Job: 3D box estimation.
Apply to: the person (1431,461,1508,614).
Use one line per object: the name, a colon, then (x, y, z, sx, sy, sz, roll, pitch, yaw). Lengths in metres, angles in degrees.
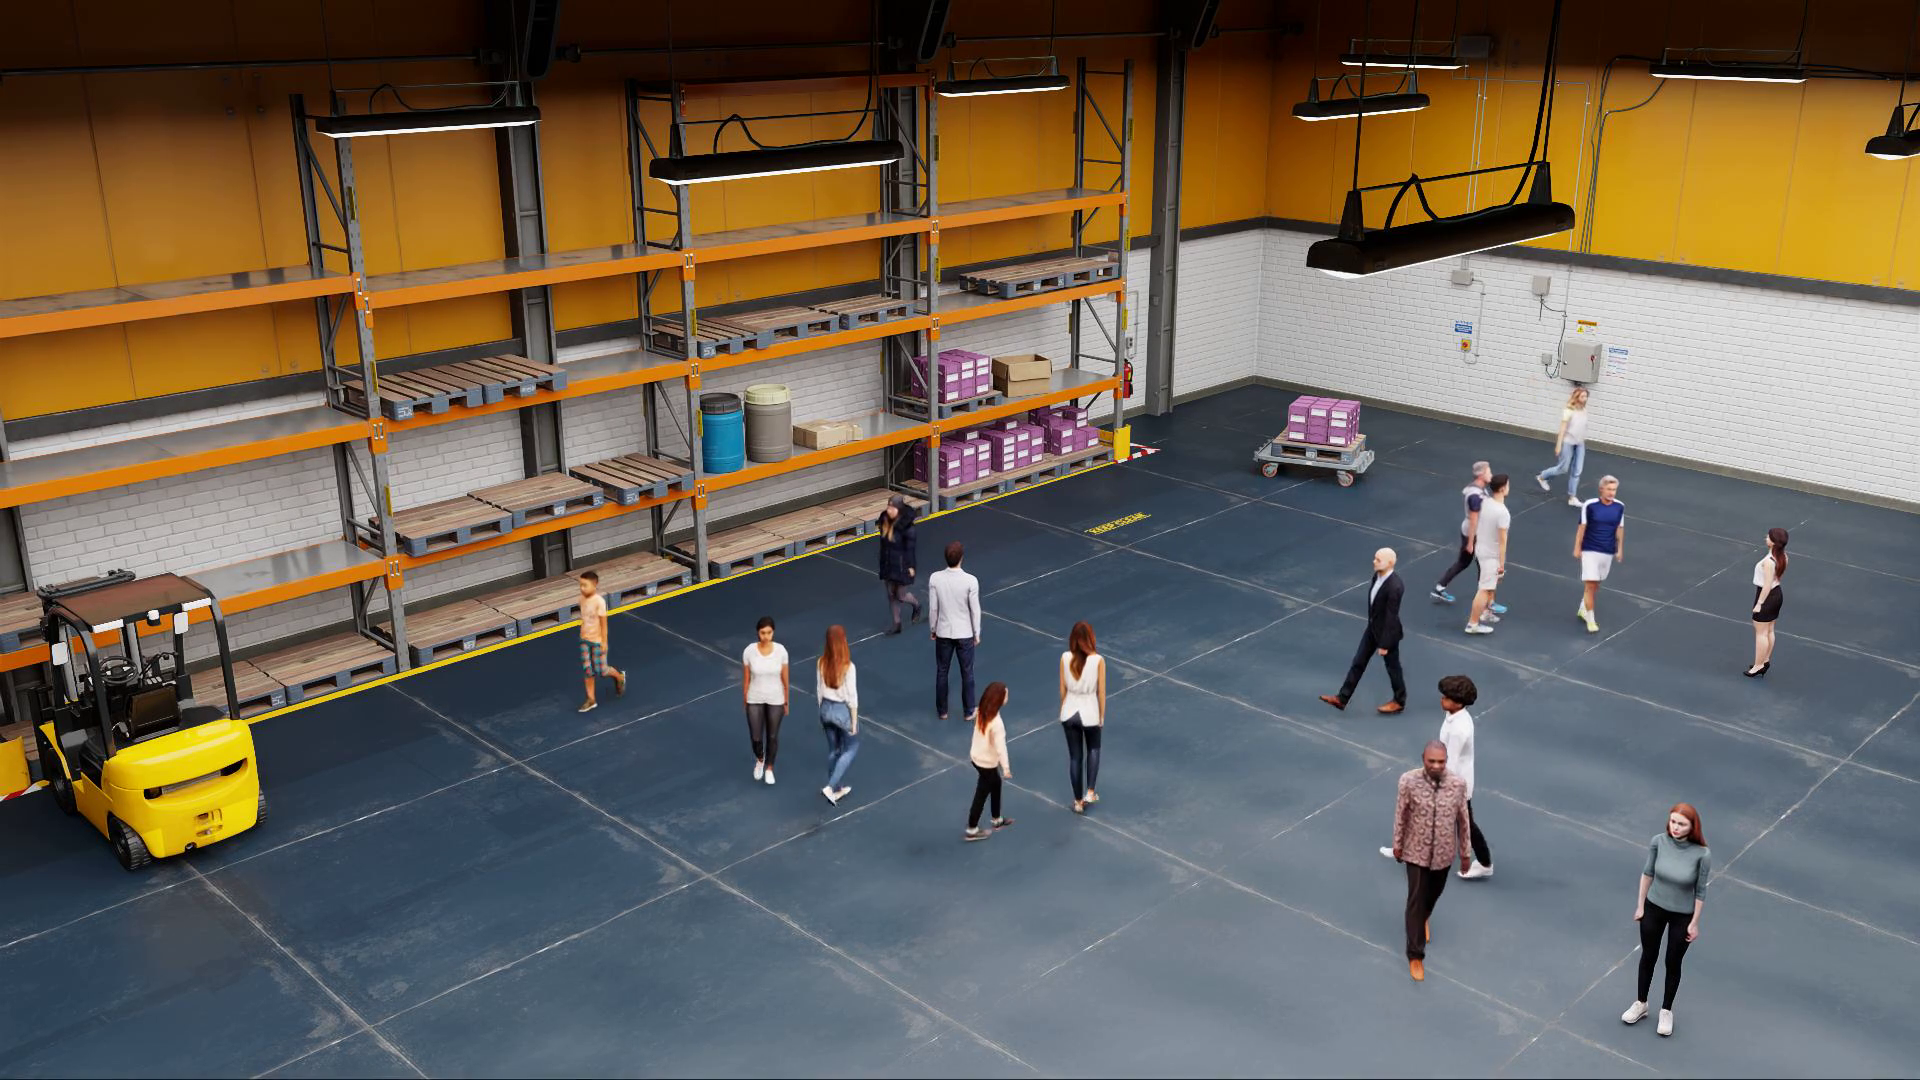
person: (5.936, -0.040, 19.501, 1.110, 1.793, 1.175, 5, 19, 15)

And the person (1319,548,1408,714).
person: (4.306, 0.939, 16.645, 1.274, 1.761, 1.088, -5, 19, -14)

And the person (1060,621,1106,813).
person: (1.048, 1.599, 14.672, 0.692, 1.770, 0.730, 5, 19, 14)

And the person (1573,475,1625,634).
person: (7.260, 0.105, 19.047, 1.016, 1.808, 1.049, -1, 19, -4)

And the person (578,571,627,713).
person: (-3.682, 1.005, 16.933, 0.682, 1.451, 0.887, 10, 21, 26)

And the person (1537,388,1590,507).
person: (8.573, -1.340, 23.514, 1.063, 1.696, 0.920, -10, 21, -28)

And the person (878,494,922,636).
person: (-0.658, 0.262, 18.806, 0.705, 1.665, 0.836, 14, 23, 36)

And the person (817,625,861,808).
person: (-1.128, 1.595, 14.770, 0.731, 1.714, 0.908, 9, 21, 25)

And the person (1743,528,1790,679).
person: (8.573, 0.659, 17.653, 0.610, 1.649, 0.439, 17, 25, 41)

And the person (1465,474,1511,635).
person: (5.920, 0.159, 18.855, 0.941, 1.830, 0.892, -2, 19, -5)

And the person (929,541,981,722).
person: (-0.058, 0.908, 16.593, 0.766, 1.852, 0.769, 5, 19, 13)

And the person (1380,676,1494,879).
person: (4.115, 1.975, 13.572, 1.131, 1.760, 1.167, 3, 19, 9)

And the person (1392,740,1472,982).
person: (3.544, 2.306, 12.565, 1.166, 1.774, 1.256, 1, 19, 4)

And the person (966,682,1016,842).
person: (0.165, 1.906, 14.241, 0.835, 1.462, 0.751, -6, 20, -18)

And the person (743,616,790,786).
person: (-1.798, 1.450, 15.327, 0.672, 1.633, 0.748, -3, 19, -8)

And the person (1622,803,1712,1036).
person: (4.965, 2.631, 11.648, 0.603, 1.743, 0.568, 14, 23, 36)
